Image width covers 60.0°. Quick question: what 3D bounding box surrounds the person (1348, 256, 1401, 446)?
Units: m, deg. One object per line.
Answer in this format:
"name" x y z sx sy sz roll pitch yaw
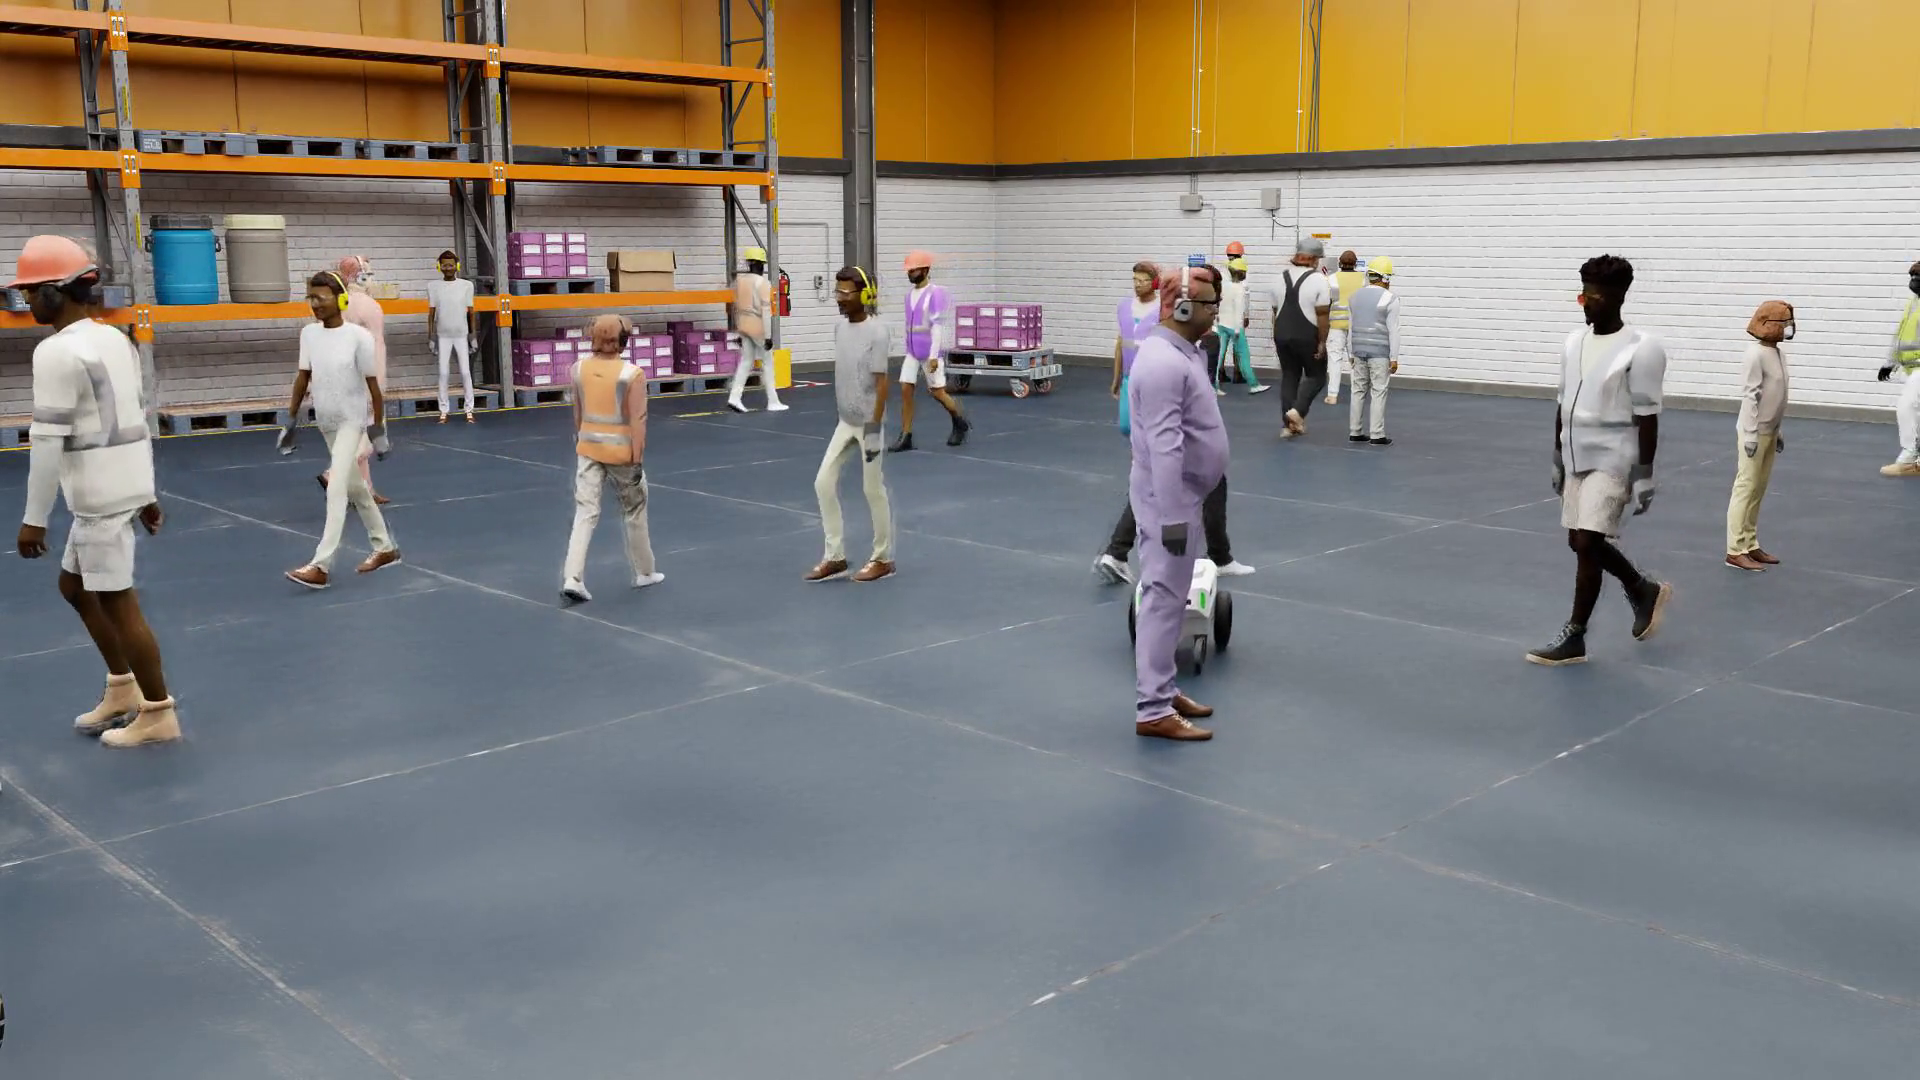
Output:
"person" 3.998 -1.811 16.030 0.404 1.824 0.586 -9 13 -39

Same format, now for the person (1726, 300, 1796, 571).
"person" 4.892 -0.639 10.137 0.283 1.633 0.497 10 14 43

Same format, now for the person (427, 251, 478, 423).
"person" -5.480 -2.186 17.970 0.516 1.860 0.317 -2 11 -13

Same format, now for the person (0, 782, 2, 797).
"person" -3.658 0.021 5.746 0.384 1.922 0.593 2 11 11

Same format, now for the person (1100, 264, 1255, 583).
"person" 1.265 -0.667 9.684 1.017 1.872 0.605 -5 12 -26

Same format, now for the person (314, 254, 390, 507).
"person" -4.480 -1.137 12.178 0.657 1.890 0.644 6 12 31

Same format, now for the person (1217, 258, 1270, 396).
"person" 3.517 -2.682 21.008 0.871 1.724 0.536 -5 11 -24

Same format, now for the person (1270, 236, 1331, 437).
"person" 3.407 -2.025 16.589 0.694 2.000 0.610 10 14 43

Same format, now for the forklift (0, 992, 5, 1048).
"forklift" -3.245 0.323 3.363 2.313 2.155 1.214 2 11 13

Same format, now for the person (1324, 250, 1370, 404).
"person" 4.633 -2.551 20.000 0.635 1.842 0.429 0 10 -1

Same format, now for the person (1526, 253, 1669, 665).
"person" 3.111 -0.383 7.905 0.820 1.947 0.610 -4 11 -19

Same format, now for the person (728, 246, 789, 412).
"person" -2.349 -2.400 19.018 0.600 1.902 0.796 9 14 39

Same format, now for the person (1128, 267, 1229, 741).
"person" 0.886 -0.148 6.757 0.399 1.901 0.650 3 11 14

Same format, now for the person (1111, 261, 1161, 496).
"person" 1.491 -1.275 13.088 0.593 1.826 0.587 -9 14 -41

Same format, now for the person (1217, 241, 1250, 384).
"person" 3.741 -3.113 22.798 0.542 1.938 0.358 9 14 42

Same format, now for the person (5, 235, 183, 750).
"person" -3.392 -0.162 6.493 0.641 2.019 0.620 -2 11 -8

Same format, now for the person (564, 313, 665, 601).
"person" -1.980 -0.466 9.308 0.512 1.597 0.853 3 11 18

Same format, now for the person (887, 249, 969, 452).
"person" -0.292 -1.794 15.723 0.545 1.909 0.912 10 14 44

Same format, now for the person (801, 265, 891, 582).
"person" -0.650 -0.645 9.582 0.704 1.843 0.577 -9 14 -41

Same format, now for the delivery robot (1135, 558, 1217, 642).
"delivery robot" 1.044 0.249 7.985 0.477 0.478 0.707 2 11 12

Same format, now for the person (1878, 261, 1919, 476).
"person" 8.031 -1.436 13.998 0.679 1.818 0.660 1 10 8

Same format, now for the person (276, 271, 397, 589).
"person" -3.657 -0.647 9.701 0.536 1.815 0.993 5 12 26
